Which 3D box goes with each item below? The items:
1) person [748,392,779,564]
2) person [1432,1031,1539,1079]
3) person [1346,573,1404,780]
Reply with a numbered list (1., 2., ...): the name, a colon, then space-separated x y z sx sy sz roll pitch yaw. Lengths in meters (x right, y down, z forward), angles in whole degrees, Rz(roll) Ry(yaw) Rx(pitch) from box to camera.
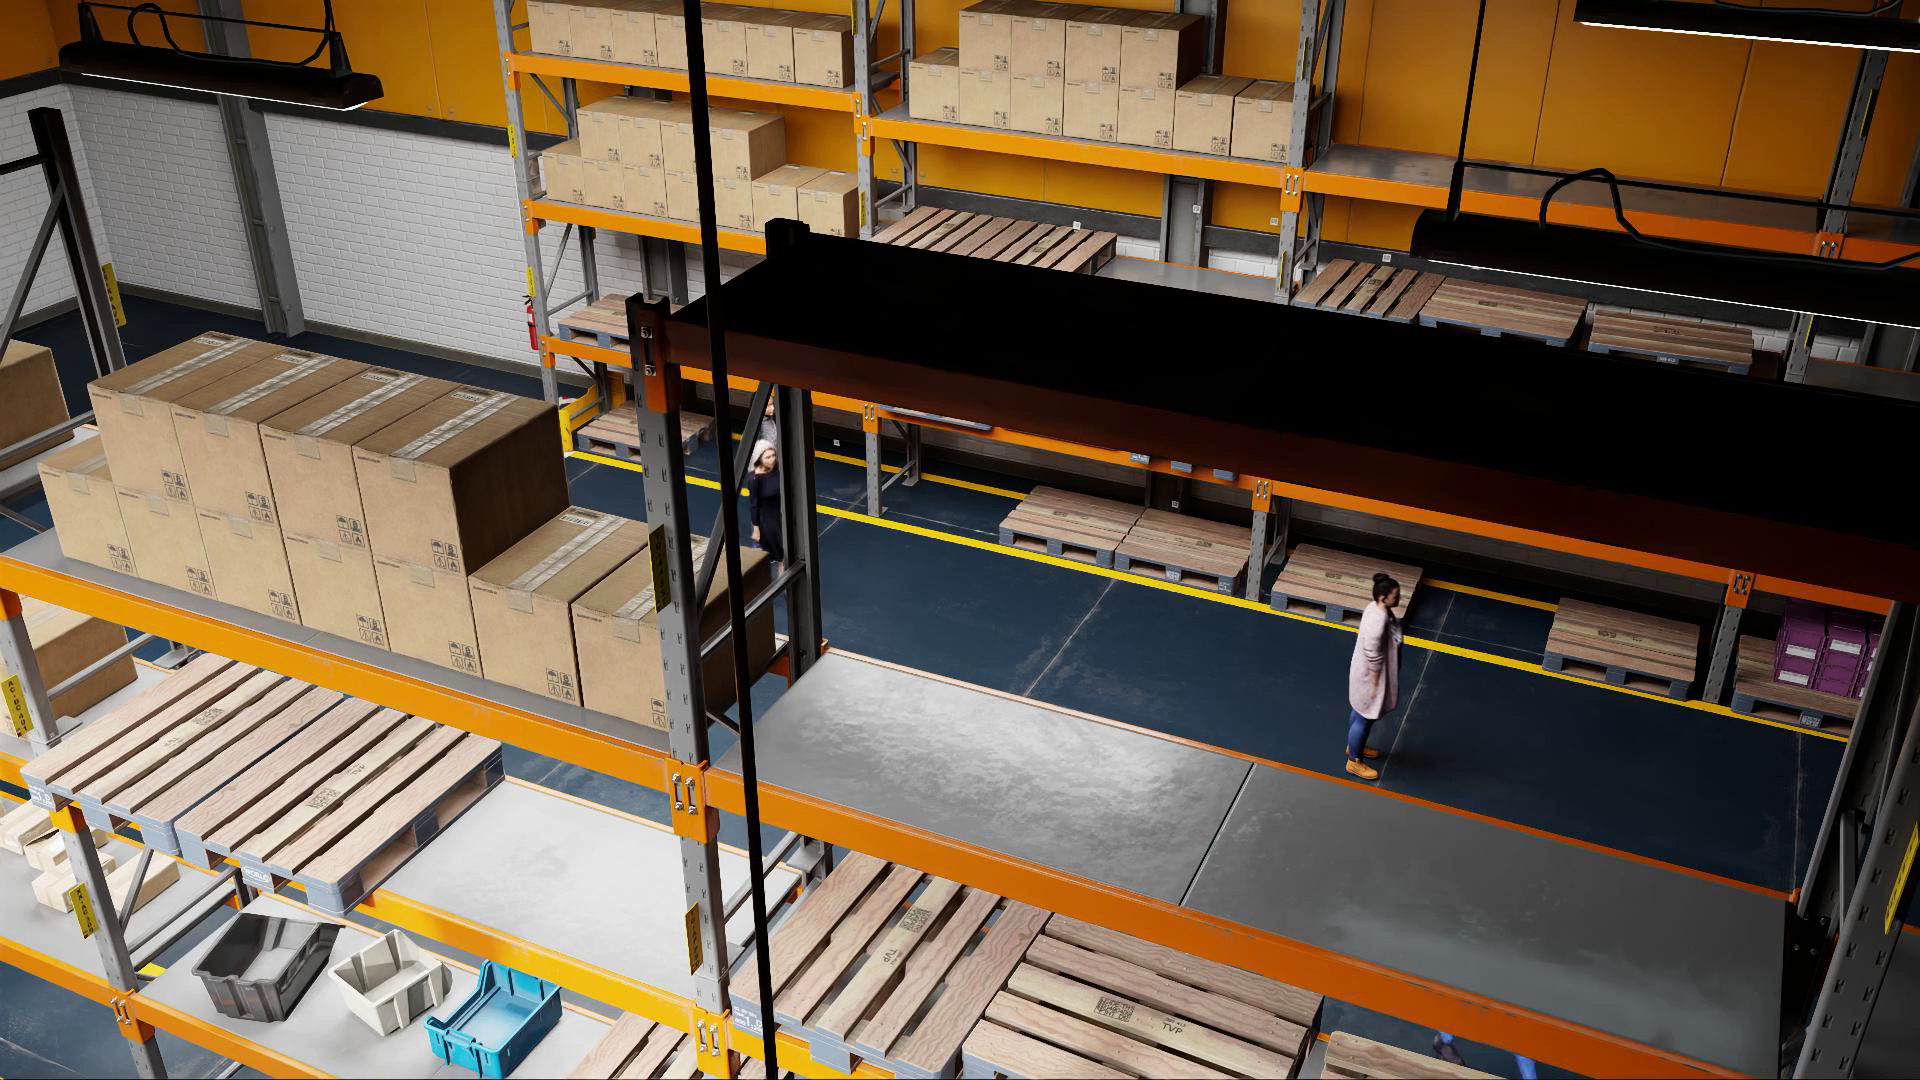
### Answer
1. person: -1.875 -0.643 15.984 0.556 1.731 0.643 9 30 16
2. person: 3.178 2.672 10.009 0.946 1.633 1.218 -22 35 -34
3. person: 3.204 1.024 12.916 0.669 1.742 0.726 8 30 14
